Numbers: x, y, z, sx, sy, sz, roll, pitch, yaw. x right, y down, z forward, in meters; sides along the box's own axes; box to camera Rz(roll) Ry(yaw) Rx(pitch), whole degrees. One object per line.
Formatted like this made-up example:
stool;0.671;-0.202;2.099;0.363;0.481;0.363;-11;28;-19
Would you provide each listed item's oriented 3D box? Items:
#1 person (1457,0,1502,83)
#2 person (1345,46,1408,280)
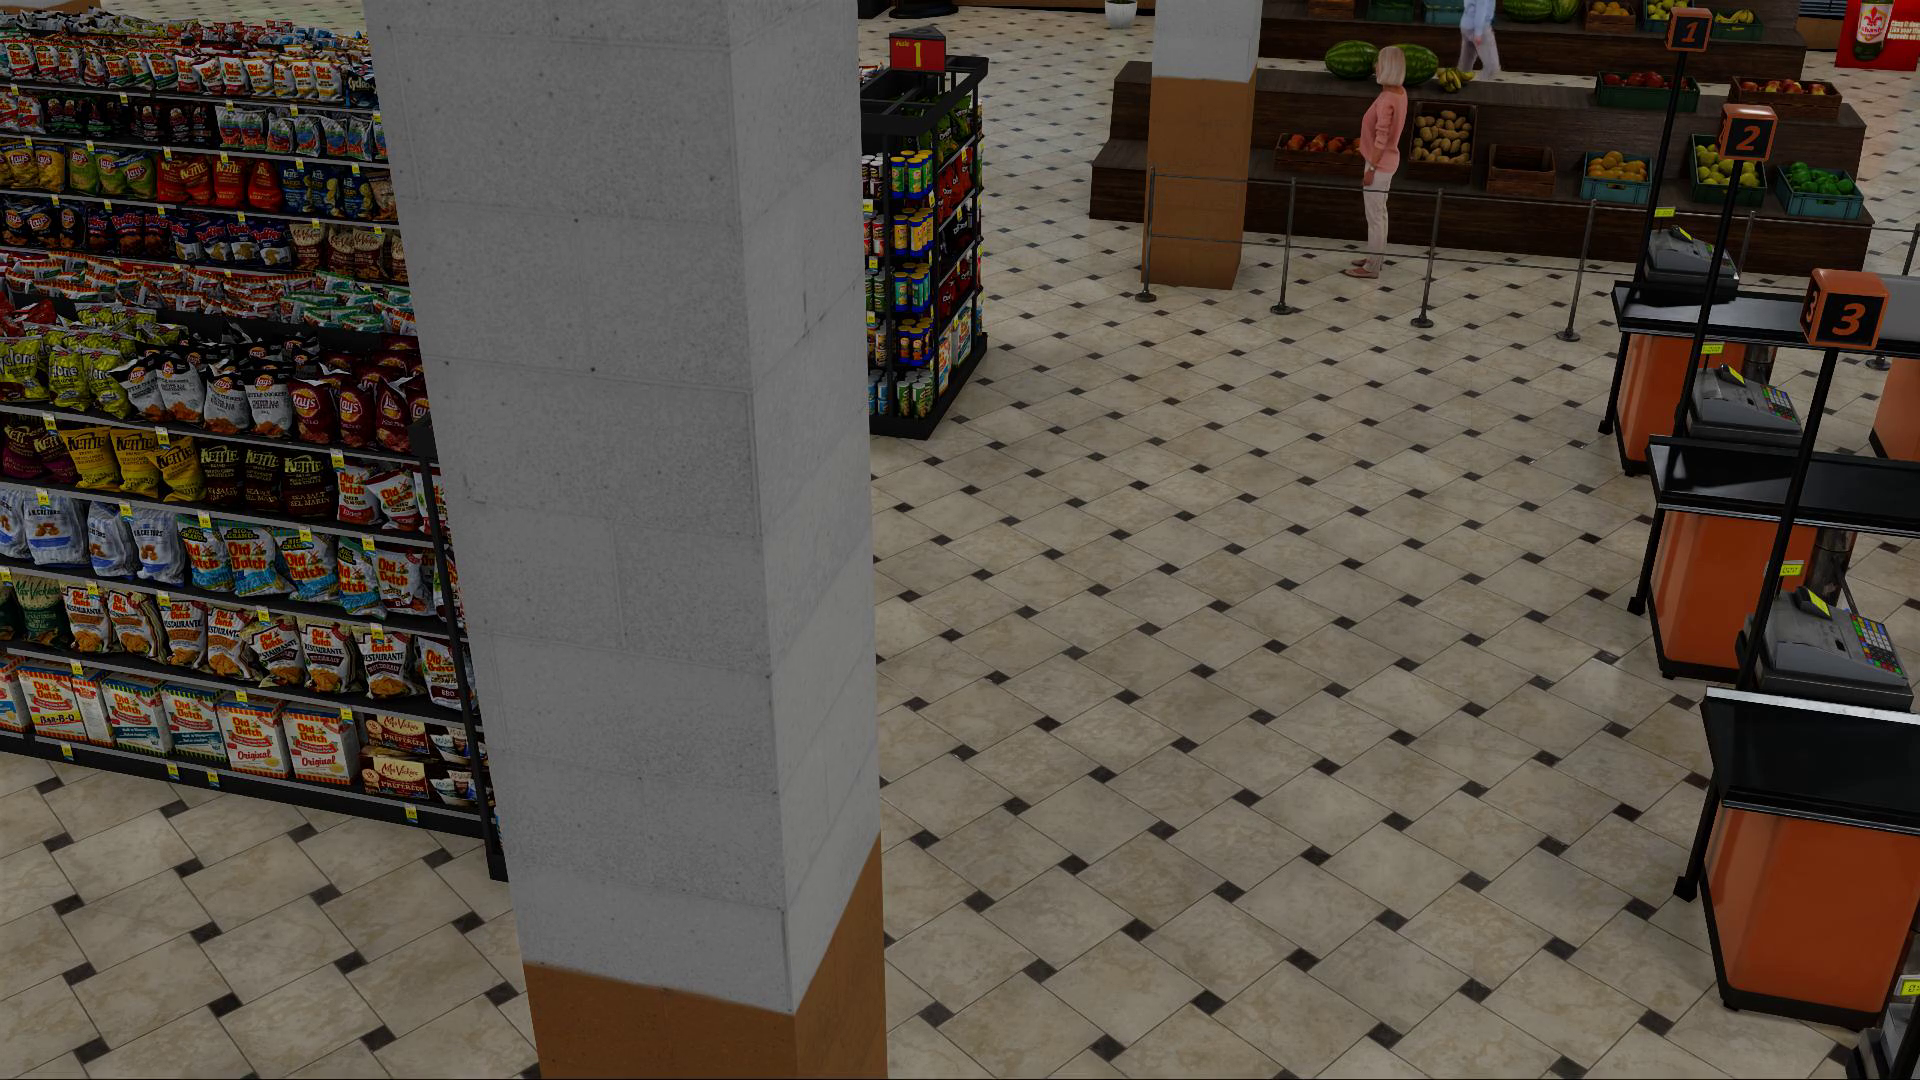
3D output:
person;4.988;-5.015;16.334;0.705;1.882;0.726;3;29;5
person;3.165;-2.834;12.504;0.568;1.726;0.630;12;31;21
